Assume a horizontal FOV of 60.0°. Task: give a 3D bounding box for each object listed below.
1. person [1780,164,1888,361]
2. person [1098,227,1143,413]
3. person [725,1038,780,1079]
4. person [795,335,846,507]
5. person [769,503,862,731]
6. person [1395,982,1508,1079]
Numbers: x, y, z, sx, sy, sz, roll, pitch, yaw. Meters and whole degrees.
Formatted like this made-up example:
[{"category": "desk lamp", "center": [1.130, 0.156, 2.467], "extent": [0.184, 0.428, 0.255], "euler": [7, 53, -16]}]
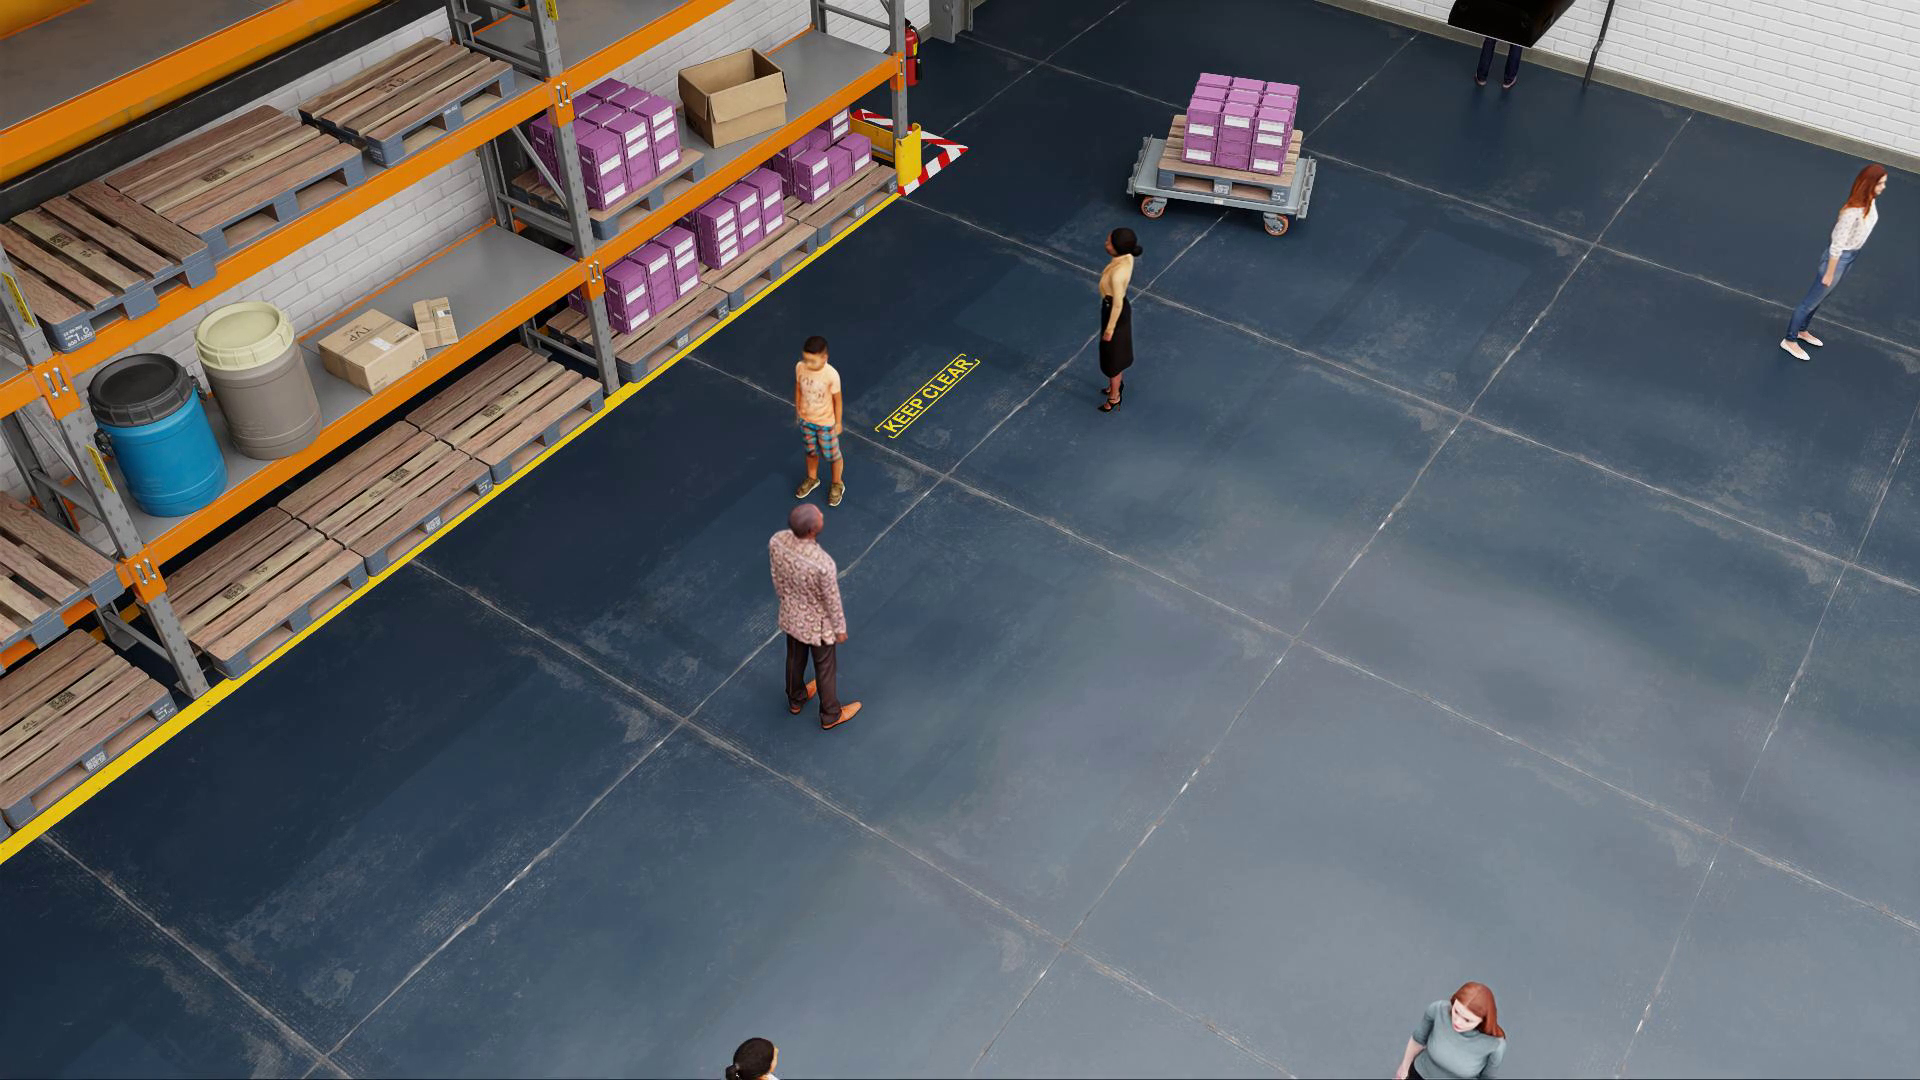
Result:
[{"category": "person", "center": [7.102, -2.276, 13.465], "extent": [0.493, 1.728, 0.673], "euler": [-35, 53, -31]}, {"category": "person", "center": [1.206, -1.713, 12.928], "extent": [0.714, 1.653, 0.592], "euler": [9, 44, 10]}, {"category": "person", "center": [-0.970, 2.957, 8.041], "extent": [0.610, 1.632, 0.591], "euler": [30, 51, 28]}, {"category": "person", "center": [-1.034, -0.905, 12.220], "extent": [0.564, 1.461, 0.550], "euler": [16, 46, 16]}, {"category": "person", "center": [-0.955, 0.477, 10.518], "extent": [0.691, 1.807, 0.575], "euler": [28, 50, 26]}, {"category": "person", "center": [2.388, 2.698, 8.233], "extent": [0.590, 1.743, 0.539], "euler": [28, 50, 27]}]
